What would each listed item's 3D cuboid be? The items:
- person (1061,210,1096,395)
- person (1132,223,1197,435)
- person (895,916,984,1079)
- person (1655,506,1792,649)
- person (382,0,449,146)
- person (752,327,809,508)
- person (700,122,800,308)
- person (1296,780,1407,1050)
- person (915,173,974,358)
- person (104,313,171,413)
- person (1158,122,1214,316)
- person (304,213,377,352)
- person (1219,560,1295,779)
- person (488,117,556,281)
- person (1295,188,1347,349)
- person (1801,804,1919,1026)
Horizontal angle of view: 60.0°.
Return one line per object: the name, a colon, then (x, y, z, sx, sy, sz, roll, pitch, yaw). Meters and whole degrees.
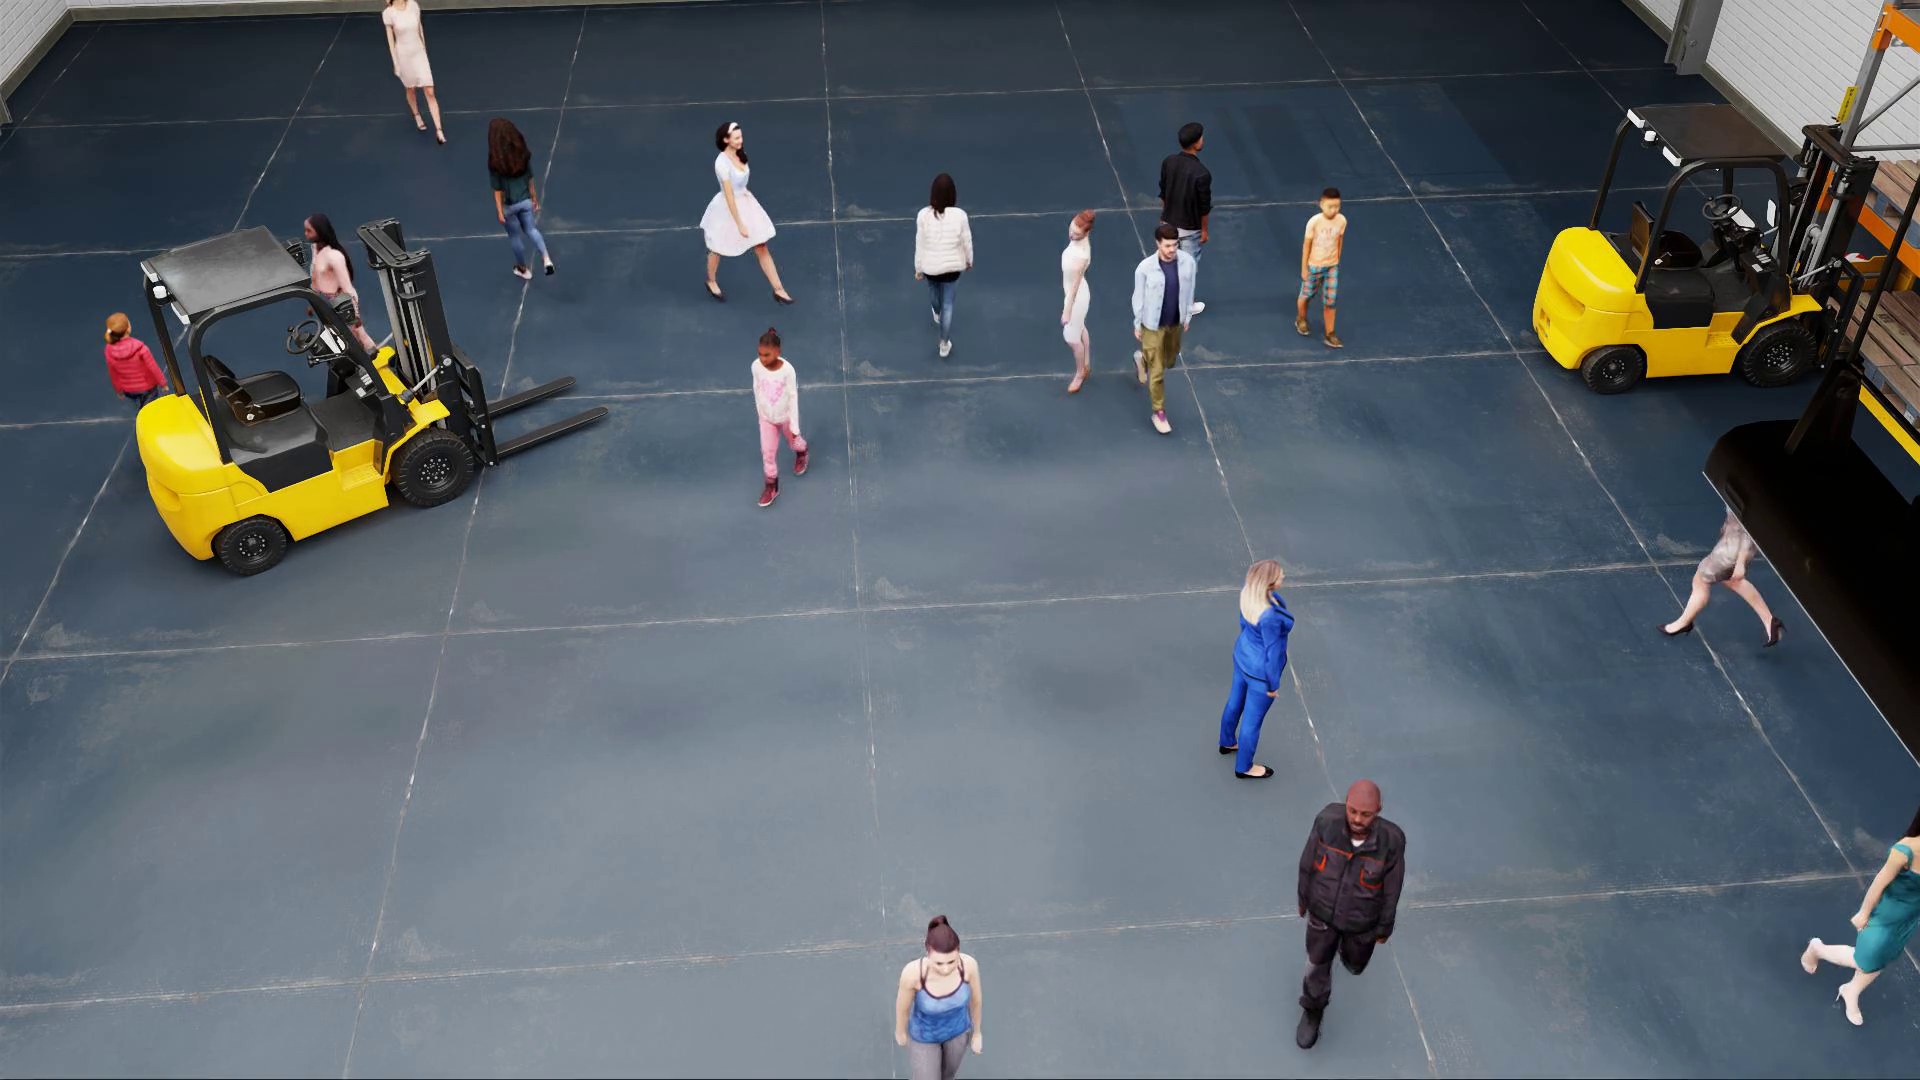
person: (0.993, -1.984, 13.827, 0.781, 1.767, 0.511, 8, 39, 10)
person: (1.615, -1.799, 13.580, 0.841, 1.786, 1.143, -12, 40, -14)
person: (-0.117, 2.425, 8.442, 0.618, 1.598, 0.615, -8, 39, -10)
person: (5.340, 0.082, 11.276, 0.996, 1.722, 1.042, 18, 42, 21)
person: (-5.900, -5.137, 17.766, 0.965, 1.779, 1.198, -23, 44, -26)
person: (-1.375, -1.015, 12.884, 0.781, 1.429, 1.033, 10, 40, 12)
person: (-2.116, -2.888, 14.962, 1.130, 1.763, 1.225, 17, 42, 20)
person: (2.089, 1.902, 8.935, 0.972, 1.799, 1.160, 13, 40, 16)
person: (-0.152, -2.346, 14.417, 0.739, 1.597, 1.060, 1, 39, 2)
person: (-6.524, -1.161, 13.169, 0.571, 1.302, 0.715, 1, 39, 1)
person: (1.995, -2.870, 14.899, 0.849, 1.815, 0.761, -30, 47, -32)
person: (-5.066, -1.967, 13.865, 0.949, 1.693, 0.954, -23, 44, -26)
person: (1.839, 0.794, 10.401, 0.713, 1.701, 0.546, -10, 40, -12)
person: (-4.061, -3.088, 15.342, 0.846, 1.602, 0.927, -31, 48, -33)
person: (3.160, -2.463, 14.689, 0.575, 1.440, 0.878, -7, 39, -8)
person: (4.968, 1.947, 8.977, 0.648, 1.678, 0.746, -11, 40, -14)
